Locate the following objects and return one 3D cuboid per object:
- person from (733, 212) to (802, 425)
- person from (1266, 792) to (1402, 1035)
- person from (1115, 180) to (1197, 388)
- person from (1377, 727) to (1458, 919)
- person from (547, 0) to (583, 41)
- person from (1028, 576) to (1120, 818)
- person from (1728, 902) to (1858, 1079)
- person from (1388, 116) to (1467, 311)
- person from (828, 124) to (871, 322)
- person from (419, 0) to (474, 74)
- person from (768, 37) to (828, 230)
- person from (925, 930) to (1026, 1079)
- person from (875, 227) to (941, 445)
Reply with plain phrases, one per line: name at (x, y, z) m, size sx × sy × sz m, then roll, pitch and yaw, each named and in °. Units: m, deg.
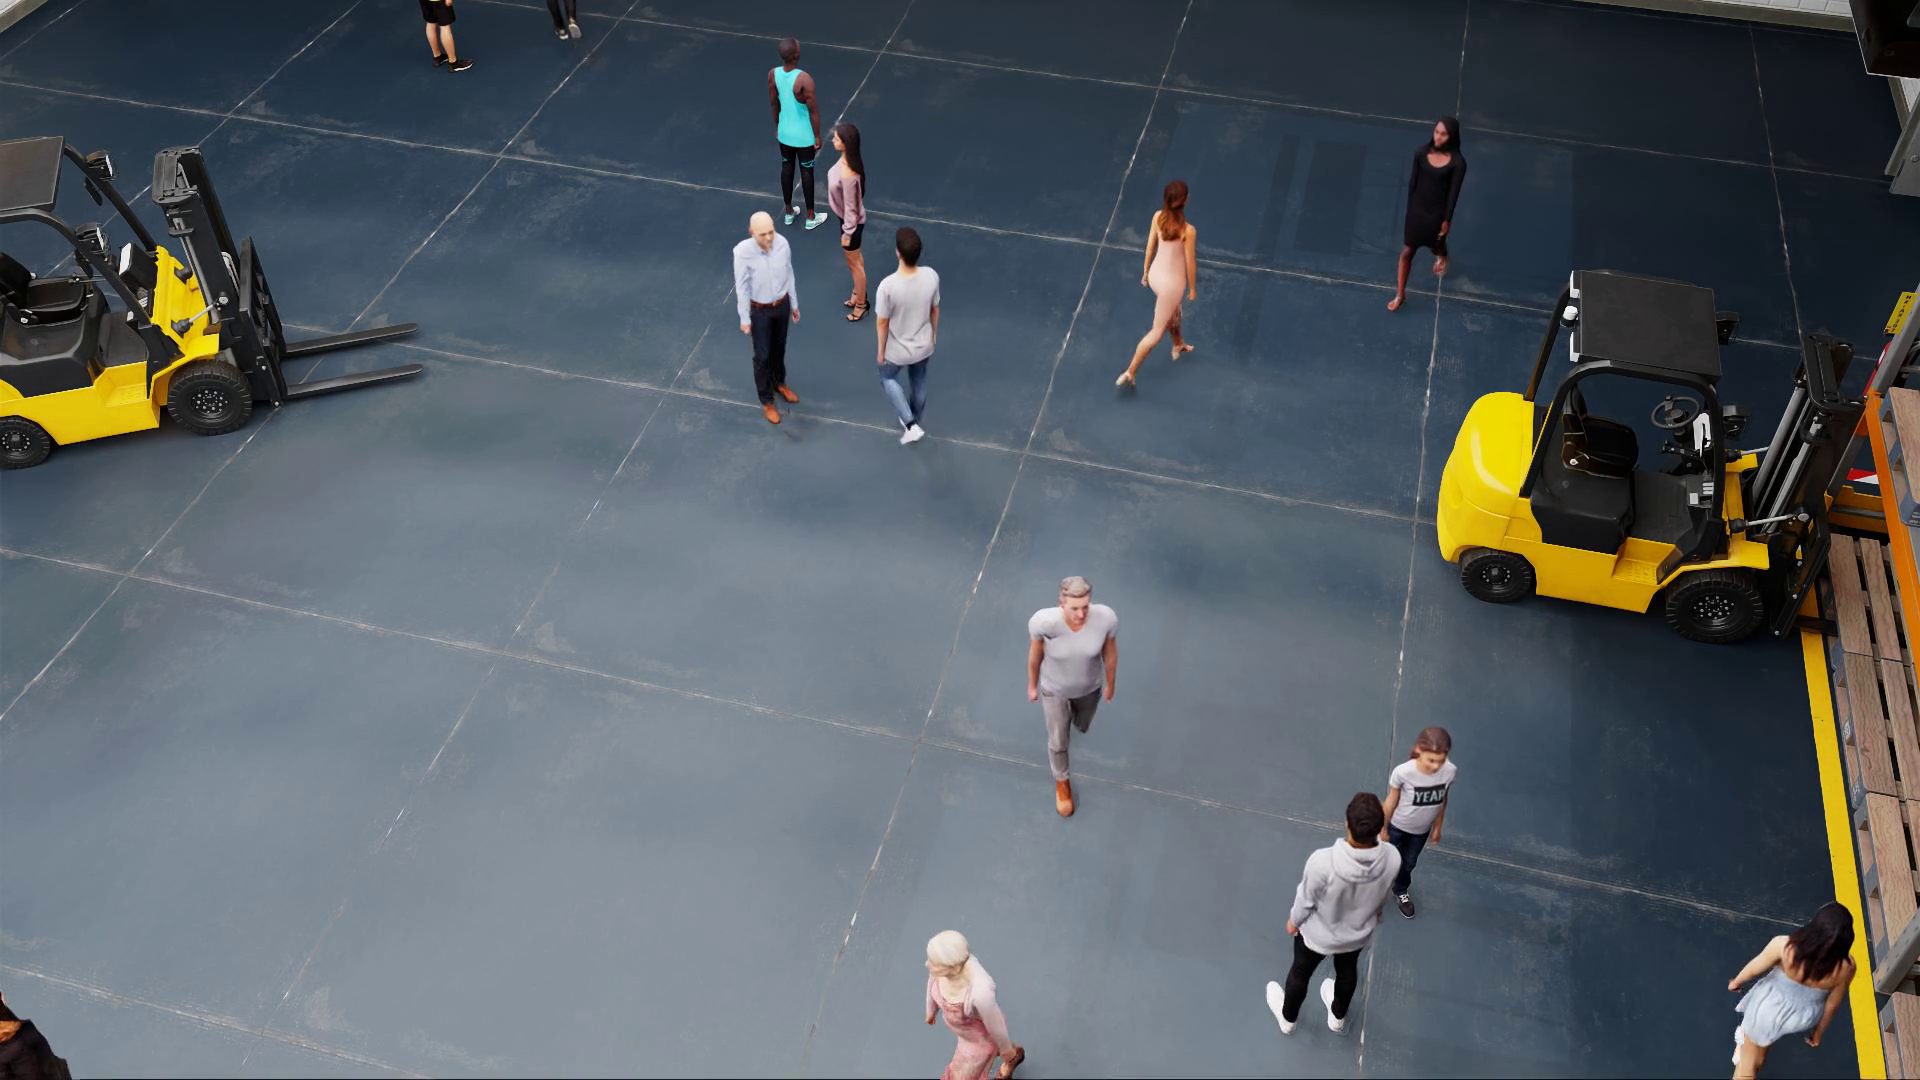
person at (-1.482, -1.772, 12.850) m, size 0.817 × 1.790 × 0.880 m, roll -25°, pitch 49°, yaw -24°
person at (2.009, 2.034, 8.758) m, size 0.797 × 1.924 × 0.782 m, roll -8°, pitch 44°, yaw -8°
person at (1.564, -1.958, 13.043) m, size 1.198 × 1.792 × 1.025 m, roll -31°, pitch 52°, yaw -28°
person at (2.555, 1.595, 9.479) m, size 0.609 × 1.564 × 0.626 m, roll -4°, pitch 44°, yaw -5°
person at (-4.234, -6.049, 17.300) m, size 0.951 × 1.844 × 1.038 m, roll -16°, pitch 46°, yaw -16°
person at (0.661, 0.813, 10.126) m, size 0.960 × 1.804 × 1.200 m, roll -5°, pitch 44°, yaw -5°
person at (4.170, 2.472, 8.452) m, size 0.618 × 1.711 × 0.853 m, roll 12°, pitch 45°, yaw 13°
person at (3.985, -2.775, 13.967) m, size 0.840 × 1.702 × 1.129 m, roll 26°, pitch 50°, yaw 25°
person at (-0.891, -2.614, 13.719) m, size 0.739 × 1.811 × 0.577 m, roll -2°, pitch 44°, yaw -2°
person at (-5.383, -5.615, 16.943) m, size 0.689 × 1.709 × 0.663 m, roll 28°, pitch 50°, yaw 26°
person at (-1.462, -3.608, 14.763) m, size 0.654 × 1.810 × 0.569 m, roll 17°, pitch 46°, yaw 17°
person at (0.147, 2.437, 8.529) m, size 1.125 × 1.656 × 1.018 m, roll -30°, pitch 51°, yaw -28°
person at (-0.358, -1.452, 12.447) m, size 0.886 × 1.883 × 0.945 m, roll -20°, pitch 47°, yaw -20°
